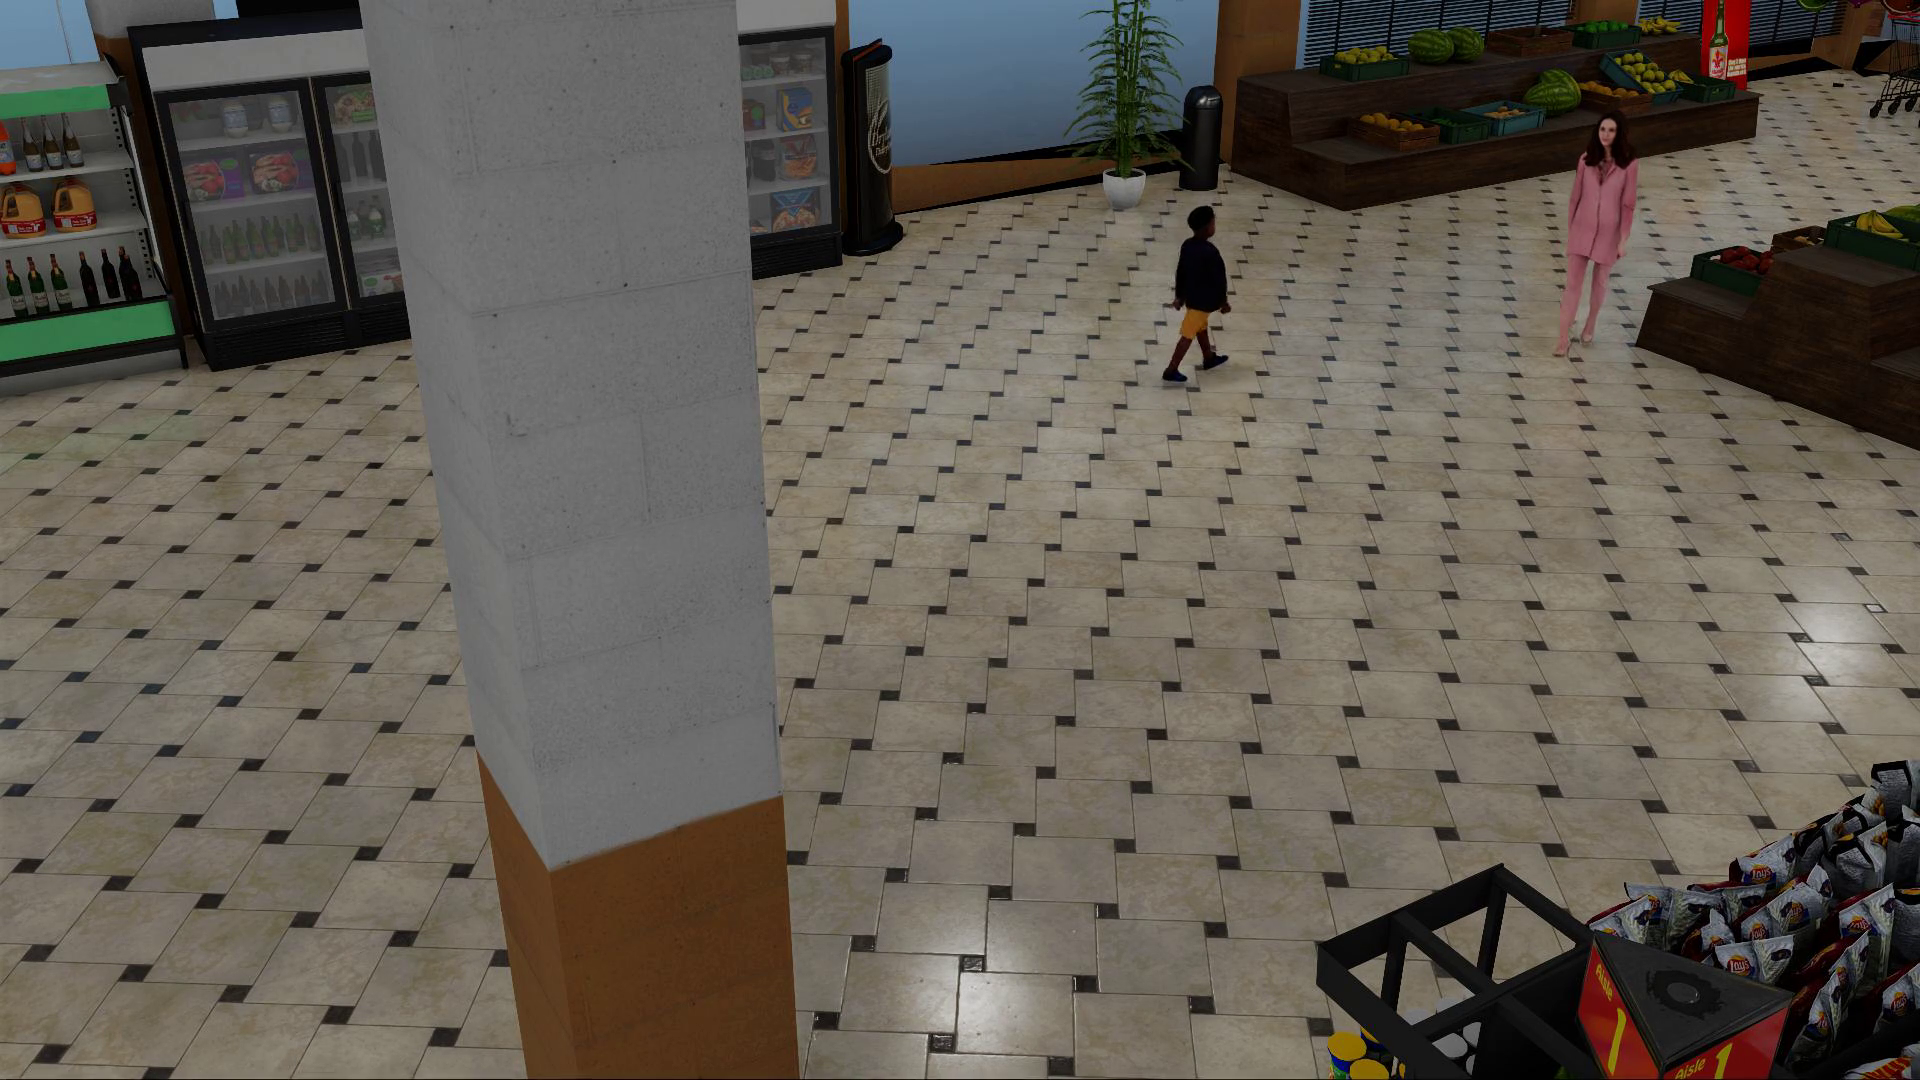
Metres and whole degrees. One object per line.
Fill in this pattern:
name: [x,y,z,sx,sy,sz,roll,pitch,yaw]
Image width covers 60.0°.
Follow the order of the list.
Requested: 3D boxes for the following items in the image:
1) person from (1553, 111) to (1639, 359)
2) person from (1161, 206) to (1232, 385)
person: [4.664,-2.213,12.094,0.994,1.753,1.202,15,30,27]
person: [1.618,-1.677,11.601,0.858,1.243,0.505,-15,30,-26]
